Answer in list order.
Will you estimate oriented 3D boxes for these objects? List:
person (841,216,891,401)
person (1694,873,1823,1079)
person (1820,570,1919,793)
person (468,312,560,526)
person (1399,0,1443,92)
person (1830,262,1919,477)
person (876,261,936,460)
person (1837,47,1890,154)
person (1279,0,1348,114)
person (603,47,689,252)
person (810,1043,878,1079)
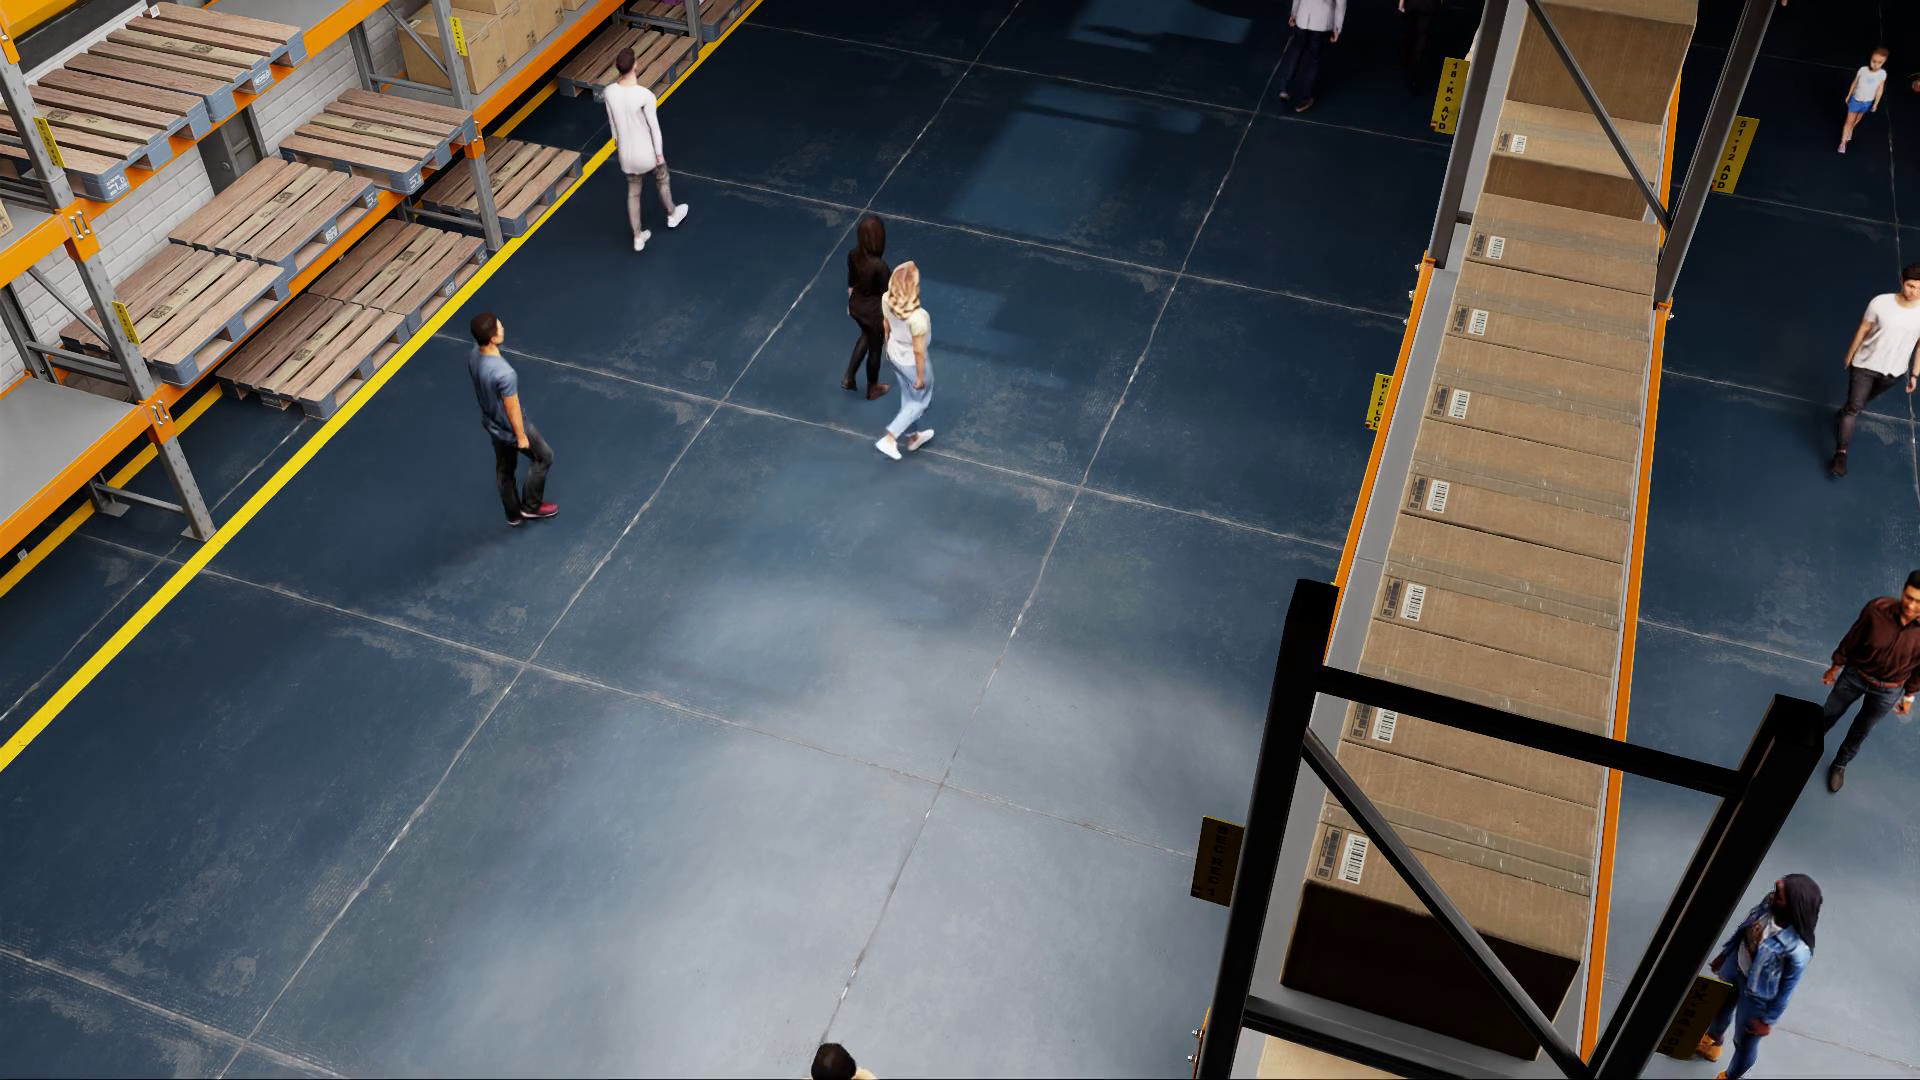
[{"bbox_3d":[-0.754,-1.715,12.769,0.729,1.630,0.788,33,53,30],"label":"person"},{"bbox_3d":[4.074,2.305,8.491,0.754,1.711,0.575,-5,44,-6],"label":"person"},{"bbox_3d":[5.484,0.830,9.990,0.703,1.779,0.608,26,49,25],"label":"person"},{"bbox_3d":[-3.251,-0.787,11.671,0.794,1.801,0.793,-33,53,-30],"label":"person"},{"bbox_3d":[4.567,-5.277,16.512,0.594,1.626,1.049,15,46,15],"label":"person"},{"bbox_3d":[6.852,-1.365,12.366,0.679,1.680,1.083,11,45,12],"label":"person"},{"bbox_3d":[-0.442,-1.274,12.247,0.957,1.712,0.836,-33,53,-30],"label":"person"},{"bbox_3d":[8.627,-4.236,15.874,0.465,0.997,0.724,19,47,18],"label":"person"},{"bbox_3d":[3.392,-4.986,16.063,0.810,1.823,0.845,26,49,25],"label":"person"},{"bbox_3d":[-2.798,-3.313,14.313,0.699,1.815,0.912,13,45,14],"label":"person"},{"bbox_3d":[-0.588,2.814,8.011,0.785,1.635,0.852,-15,46,-16],"label":"person"}]
